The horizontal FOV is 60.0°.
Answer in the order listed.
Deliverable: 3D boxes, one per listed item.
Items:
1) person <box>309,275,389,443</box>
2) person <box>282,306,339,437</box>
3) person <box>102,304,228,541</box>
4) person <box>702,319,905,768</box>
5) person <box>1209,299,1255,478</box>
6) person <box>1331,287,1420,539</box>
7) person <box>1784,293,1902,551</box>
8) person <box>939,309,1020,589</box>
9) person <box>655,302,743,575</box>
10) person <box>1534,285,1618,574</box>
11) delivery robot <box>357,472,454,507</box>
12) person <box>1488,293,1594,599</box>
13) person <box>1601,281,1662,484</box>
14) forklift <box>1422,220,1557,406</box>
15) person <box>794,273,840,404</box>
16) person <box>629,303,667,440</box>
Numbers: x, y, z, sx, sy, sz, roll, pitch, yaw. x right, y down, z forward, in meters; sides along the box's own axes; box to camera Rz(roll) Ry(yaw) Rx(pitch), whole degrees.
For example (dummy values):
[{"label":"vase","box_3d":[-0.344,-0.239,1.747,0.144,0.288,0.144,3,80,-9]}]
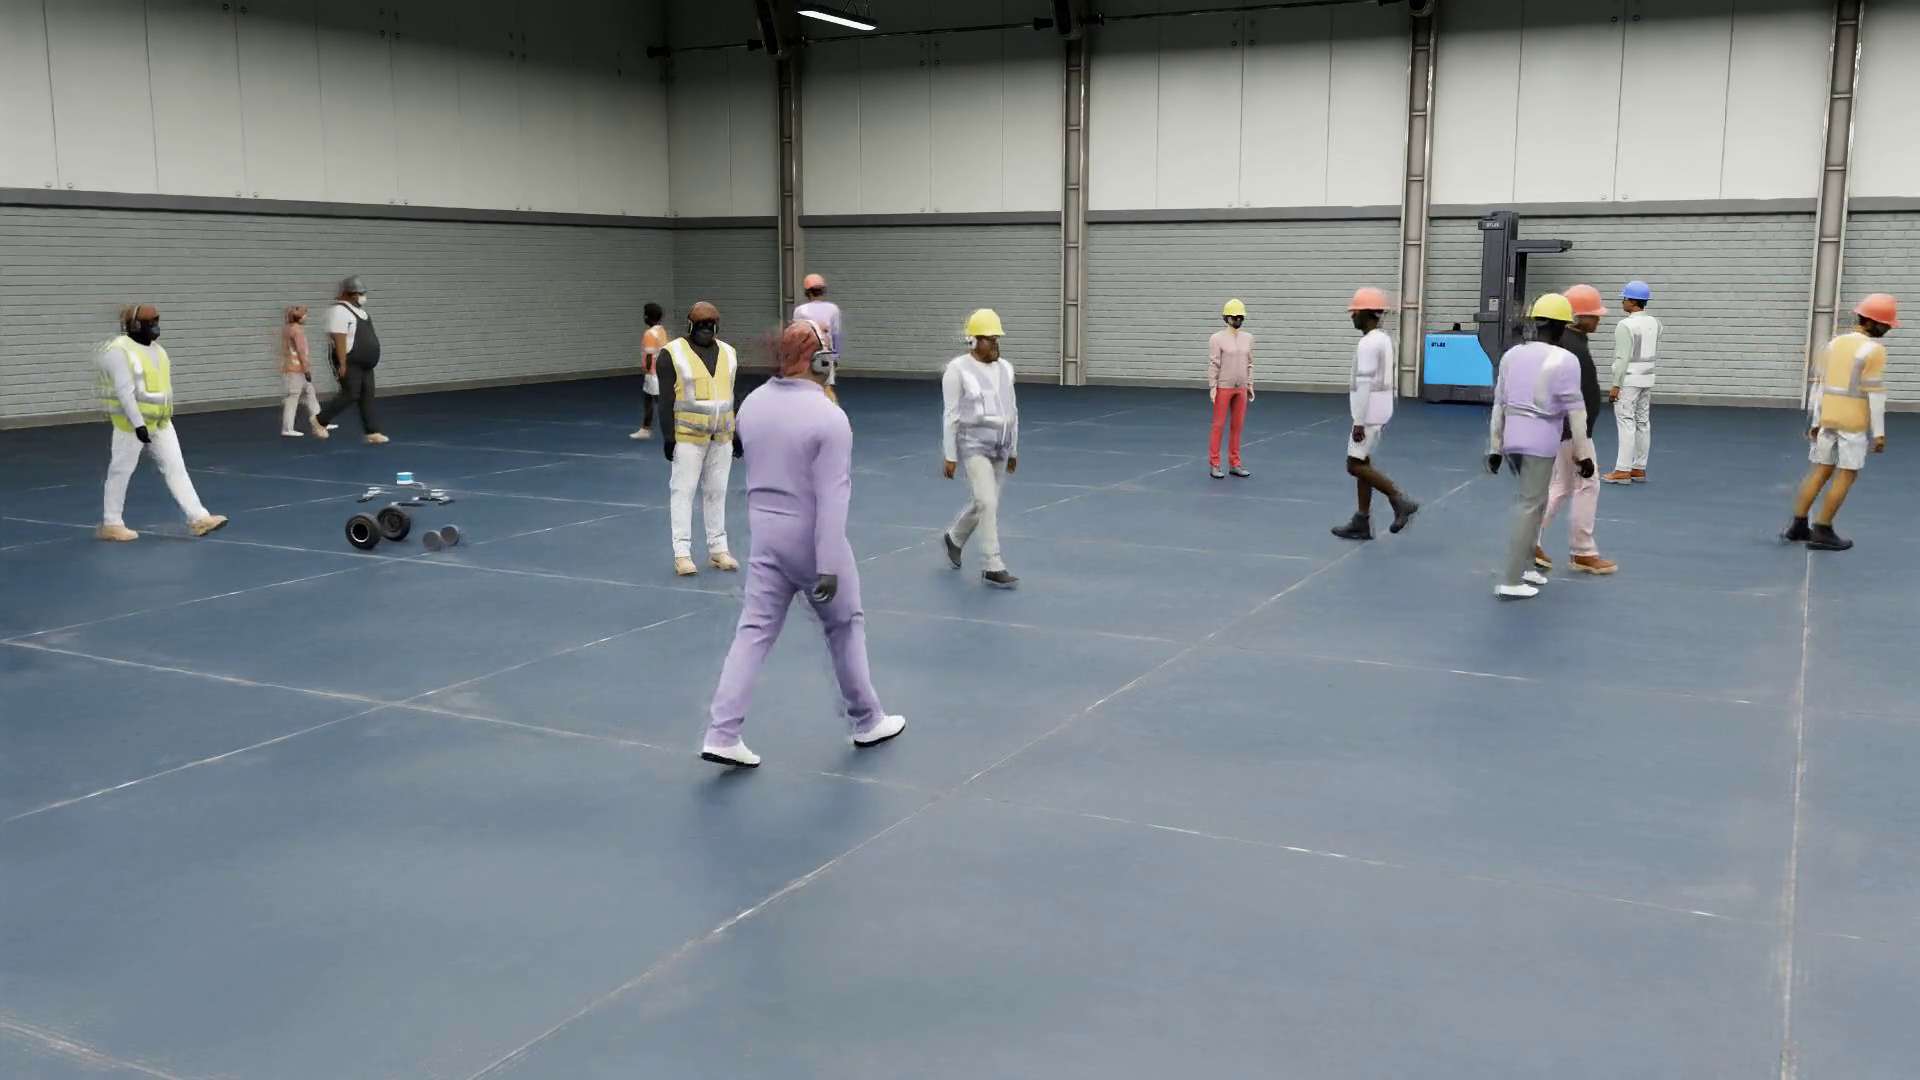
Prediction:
[{"label":"person","box_3d":[-7.296,-2.150,19.807,0.769,2.000,0.694,1,9,5]},{"label":"person","box_3d":[-8.074,-2.085,20.599,0.784,1.601,0.526,-5,11,-30]},{"label":"person","box_3d":[-6.144,-0.881,12.620,0.979,1.788,0.630,2,9,14]},{"label":"person","box_3d":[-0.675,0.012,6.936,0.643,1.861,1.028,7,12,37]},{"label":"person","box_3d":[2.711,-1.505,16.547,0.535,1.767,0.317,-5,10,-27]},{"label":"person","box_3d":[3.173,-0.953,12.636,0.589,1.924,0.552,4,10,25]},{"label":"person","box_3d":[6.539,-0.868,12.246,0.450,1.887,0.651,-2,9,-13]},{"label":"person","box_3d":[0.114,-0.627,11.014,0.599,1.808,0.812,-8,12,-42]},{"label":"person","box_3d":[-1.752,-0.698,11.357,0.619,1.838,0.430,-7,12,-37]},{"label":"person","box_3d":[4.143,-0.750,11.327,0.694,1.951,0.684,2,9,10]},{"label":"delivery robot","box_3d":[-4.152,-0.389,12.431,0.698,0.223,0.335,2,9,12]},{"label":"person","box_3d":[3.662,-0.590,10.475,0.665,1.900,0.599,-4,10,-22]},{"label":"person","box_3d":[6.512,-1.525,16.095,0.614,1.950,0.376,-7,11,-36]},{"label":"forklift","box_3d":[8.245,-3.527,25.720,1.873,2.768,1.129,5,10,27]},{"label":"person","box_3d":[-1.739,-2.267,20.476,0.616,2.024,0.854,-4,10,-24]},{"label":"person","box_3d":[-3.619,-2.032,20.106,0.787,1.671,0.536,1,9,6]}]
